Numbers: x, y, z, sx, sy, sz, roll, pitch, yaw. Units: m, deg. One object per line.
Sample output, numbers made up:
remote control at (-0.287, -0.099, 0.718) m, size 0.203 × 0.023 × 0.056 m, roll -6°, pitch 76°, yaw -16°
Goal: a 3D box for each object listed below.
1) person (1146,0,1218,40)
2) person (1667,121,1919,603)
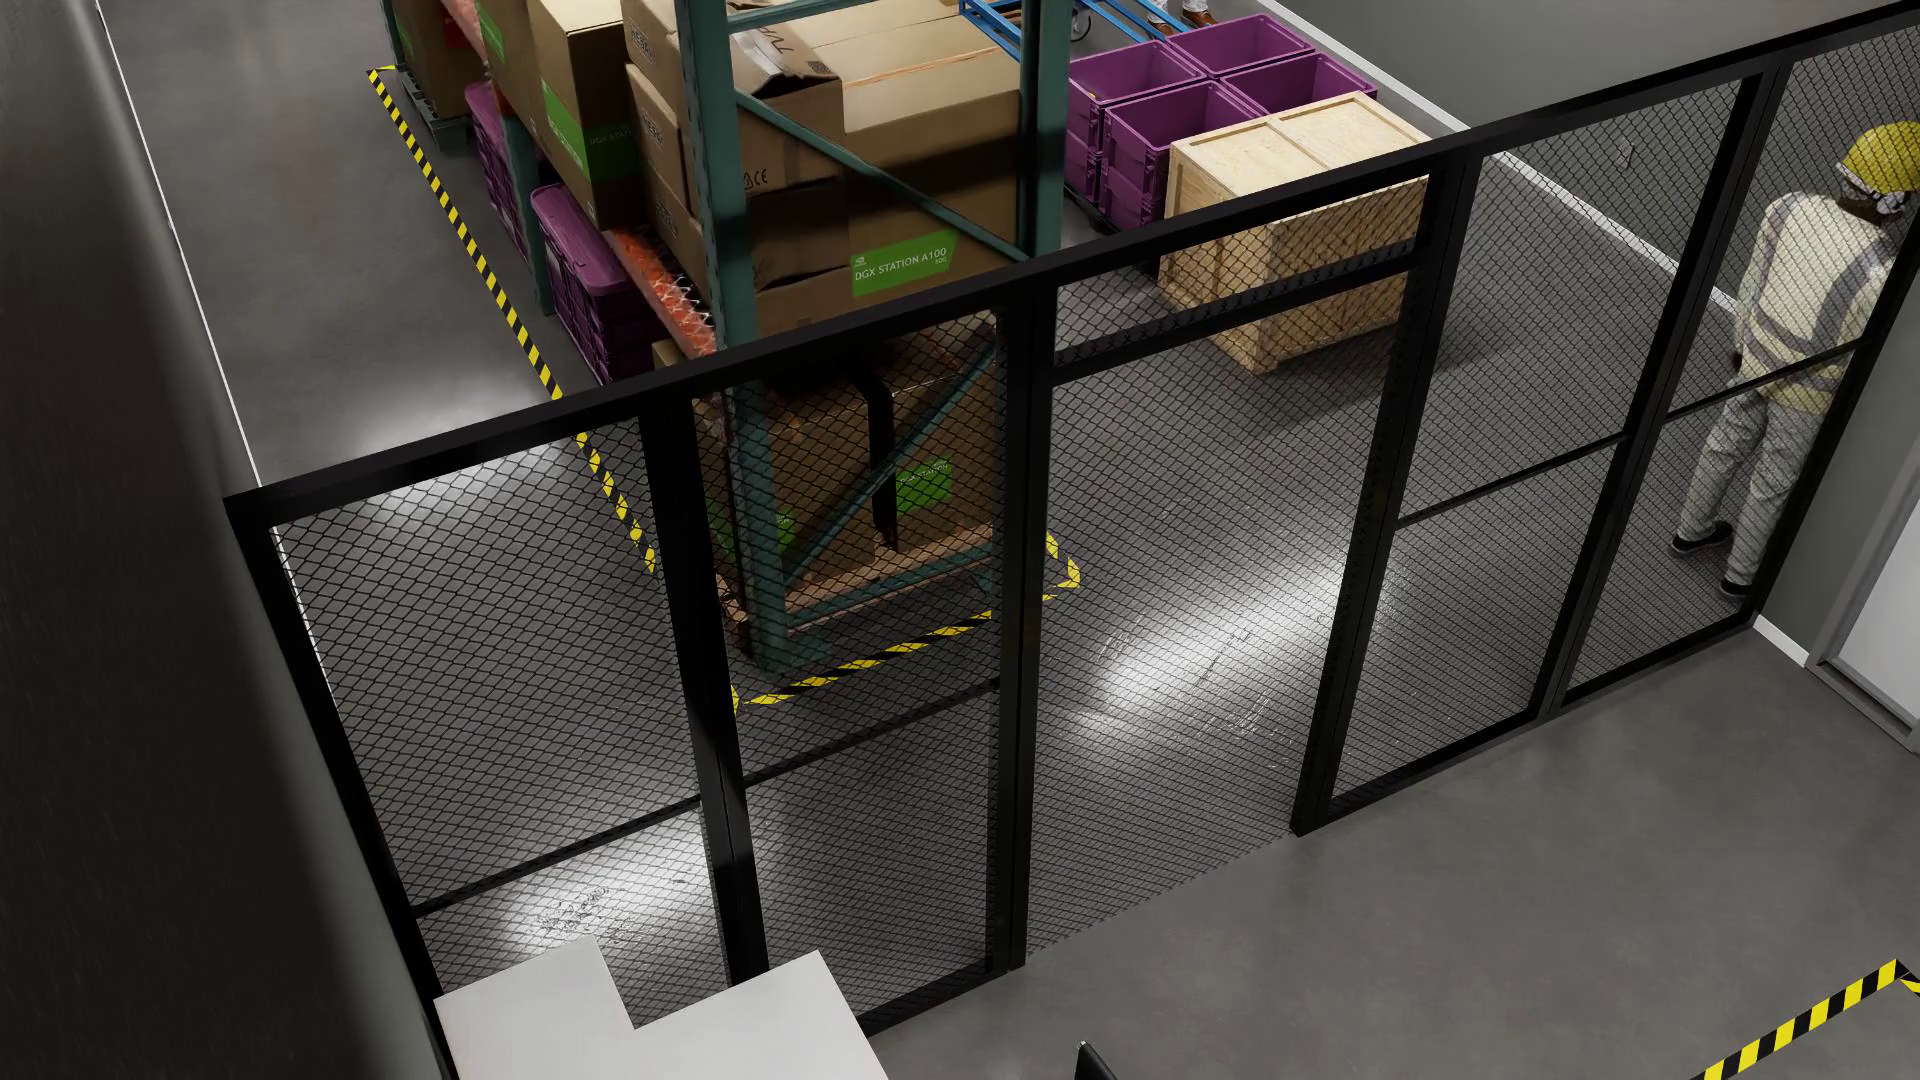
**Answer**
person at (1.281, -3.629, 8.915) m, size 0.627 × 1.941 × 0.371 m, roll -21°, pitch 47°, yaw -22°
person at (2.861, -0.577, 5.653) m, size 0.403 × 1.835 × 0.586 m, roll -14°, pitch 44°, yaw -15°
